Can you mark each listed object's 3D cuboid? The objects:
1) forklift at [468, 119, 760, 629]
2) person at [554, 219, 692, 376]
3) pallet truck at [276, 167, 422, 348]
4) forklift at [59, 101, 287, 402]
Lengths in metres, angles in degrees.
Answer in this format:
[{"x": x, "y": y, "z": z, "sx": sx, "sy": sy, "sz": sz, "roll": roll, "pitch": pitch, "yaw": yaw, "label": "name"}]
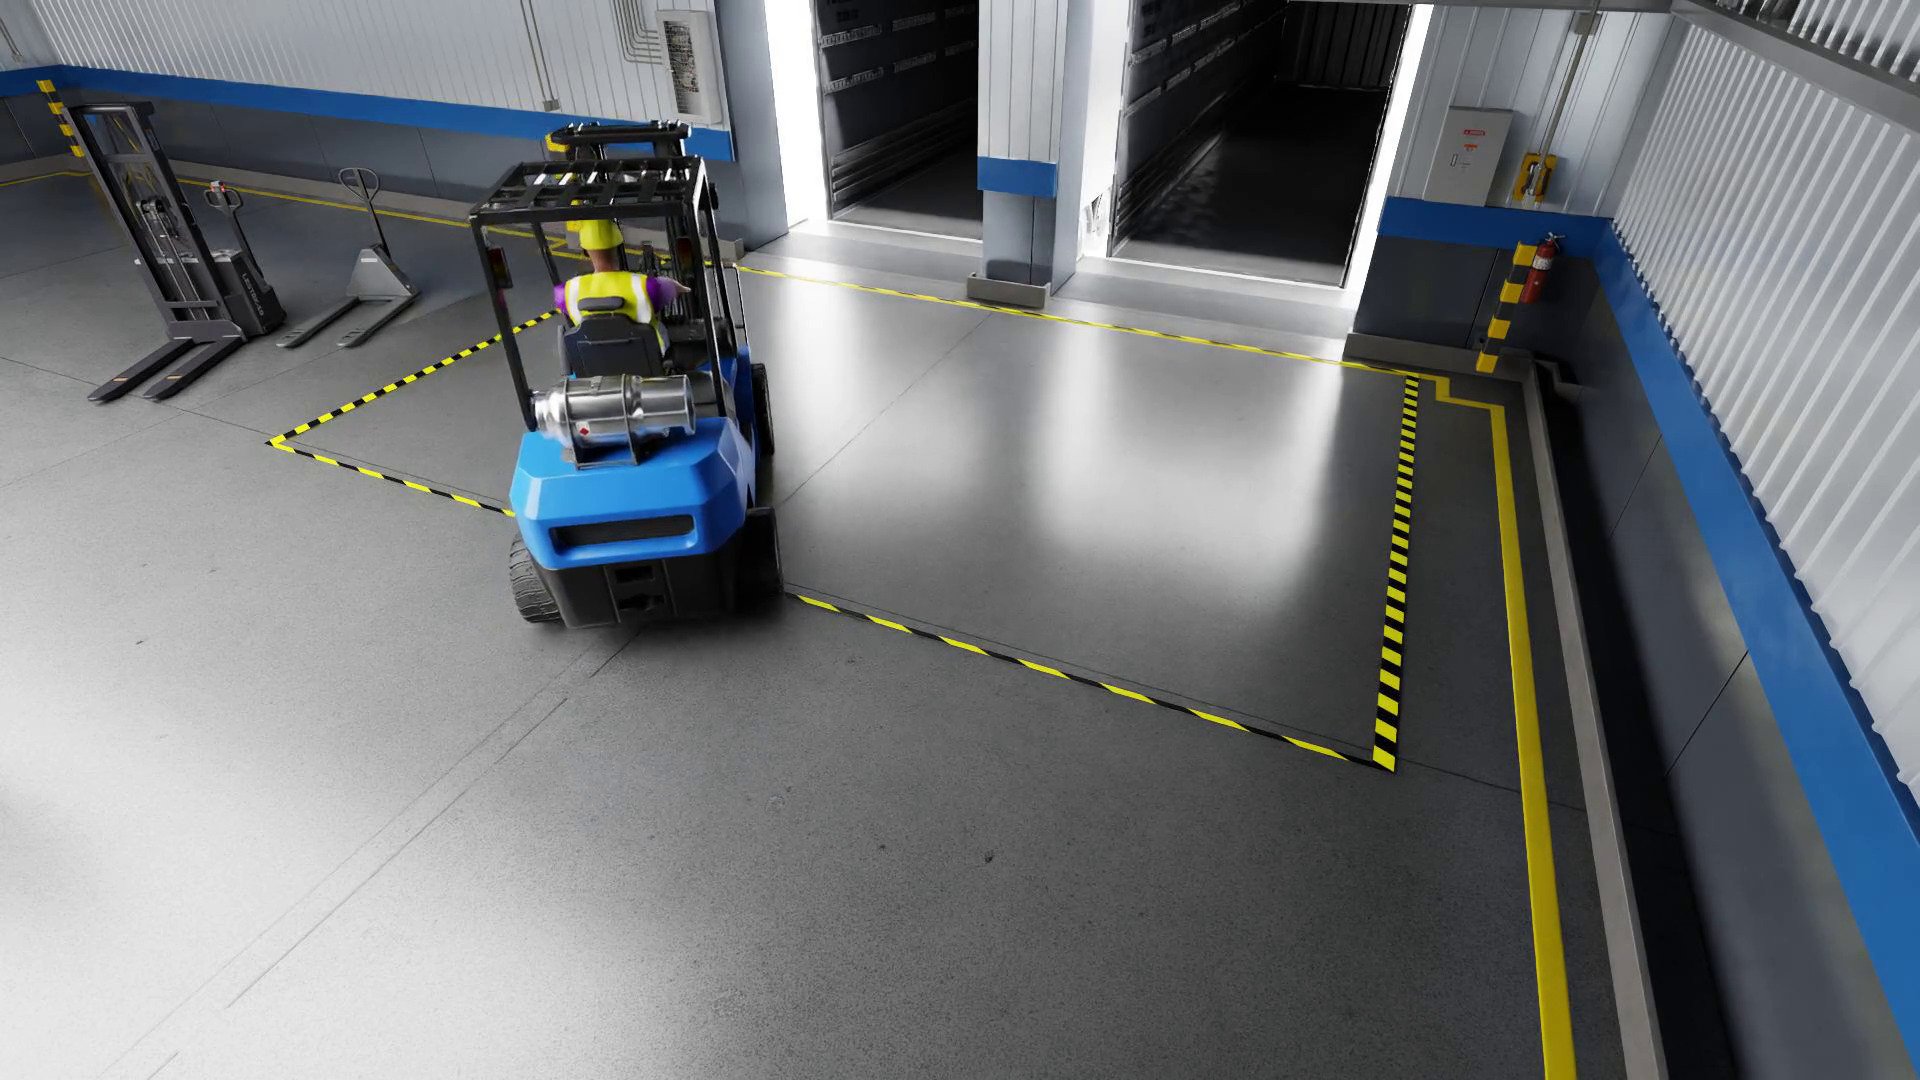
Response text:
[{"x": -1.853, "y": -1.090, "z": 5.269, "sx": 1.157, "sy": 2.036, "sz": 2.680, "roll": -6, "pitch": 35, "yaw": -8, "label": "forklift"}, {"x": -1.857, "y": -1.278, "z": 5.211, "sx": 0.635, "sy": 1.293, "sz": 1.004, "roll": -6, "pitch": 35, "yaw": -8, "label": "person"}, {"x": -5.732, "y": -2.611, "z": 8.414, "sx": 0.680, "sy": 1.201, "sz": 1.601, "roll": -1, "pitch": 35, "yaw": -1, "label": "pallet truck"}, {"x": -6.686, "y": -2.387, "z": 7.434, "sx": 0.823, "sy": 1.965, "sz": 1.885, "roll": -3, "pitch": 35, "yaw": -5, "label": "forklift"}]
